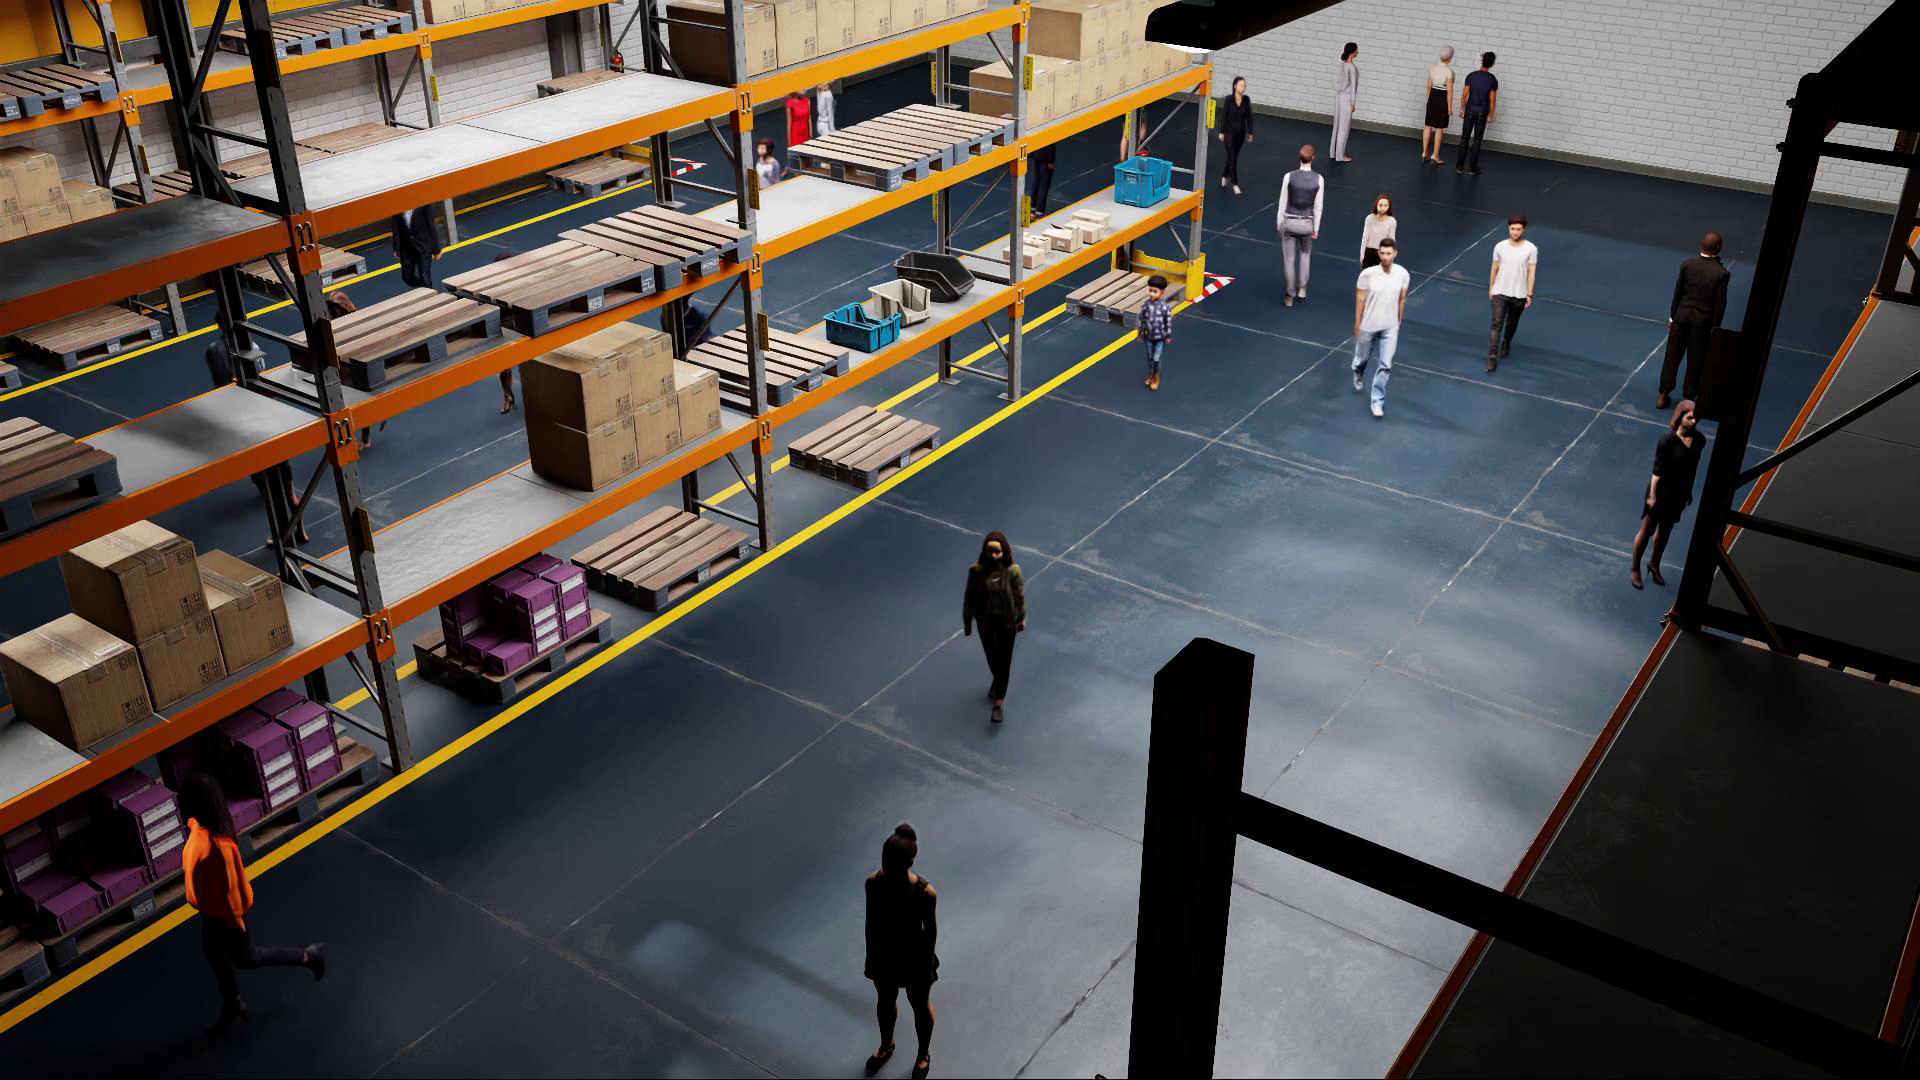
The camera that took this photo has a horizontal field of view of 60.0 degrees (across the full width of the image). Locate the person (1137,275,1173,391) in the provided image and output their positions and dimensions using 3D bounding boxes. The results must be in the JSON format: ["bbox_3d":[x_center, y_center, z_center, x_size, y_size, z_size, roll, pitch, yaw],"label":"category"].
[{"bbox_3d":[2.114,-2.242,17.810,0.529,1.238,0.568,15,32,25],"label":"person"}]

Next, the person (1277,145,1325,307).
[{"bbox_3d":[4.029,-3.716,19.797,0.800,1.923,0.841,3,29,6],"label":"person"}]

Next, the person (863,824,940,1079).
[{"bbox_3d":[-0.313,2.263,9.095,0.631,1.674,0.634,10,30,18],"label":"person"}]

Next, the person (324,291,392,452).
[{"bbox_3d":[-5.863,-1.687,16.309,0.824,1.700,0.711,-23,36,-36],"label":"person"}]

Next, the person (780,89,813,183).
[{"bbox_3d":[-2.342,-5.701,23.642,0.720,1.726,0.857,24,37,37],"label":"person"}]

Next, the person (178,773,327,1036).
[{"bbox_3d":[-4.079,2.046,9.436,1.040,1.729,0.762,-23,36,-35],"label":"person"}]

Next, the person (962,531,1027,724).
[{"bbox_3d":[0.282,0.572,12.429,0.803,1.452,0.965,6,29,11],"label":"person"}]

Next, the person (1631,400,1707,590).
[{"bbox_3d":[5.928,-0.392,13.930,0.641,1.706,0.717,-7,29,-12],"label":"person"}]

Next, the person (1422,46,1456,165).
[{"bbox_3d":[7.271,-6.597,25.296,0.650,1.715,0.700,-19,34,-30],"label":"person"}]

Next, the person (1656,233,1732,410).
[{"bbox_3d":[7.551,-2.239,17.108,0.714,1.904,0.644,23,36,36],"label":"person"}]

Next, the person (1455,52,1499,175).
[{"bbox_3d":[7.706,-6.370,24.811,0.703,1.781,0.611,9,30,16],"label":"person"}]

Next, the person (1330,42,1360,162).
[{"bbox_3d":[5.888,-6.708,25.439,0.720,1.774,0.675,-7,29,-13],"label":"person"}]

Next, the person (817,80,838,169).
[{"bbox_3d":[-1.932,-5.861,23.879,0.736,1.779,0.727,-13,31,-22],"label":"person"}]

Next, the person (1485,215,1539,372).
[{"bbox_3d":[6.073,-2.752,18.277,0.808,1.686,1.139,11,31,19],"label":"person"}]

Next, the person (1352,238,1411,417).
[{"bbox_3d":[4.315,-2.247,17.192,1.006,1.838,1.199,3,29,6],"label":"person"}]

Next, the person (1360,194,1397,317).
[{"bbox_3d":[4.908,-3.368,19.617,0.583,1.484,0.567,9,30,16],"label":"person"}]

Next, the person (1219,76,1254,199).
[{"bbox_3d":[3.905,-5.799,23.885,1.052,1.664,1.060,-7,29,-13],"label":"person"}]

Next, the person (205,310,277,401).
[{"bbox_3d":[-6.615,-1.233,15.384,0.885,1.790,0.901,4,29,7],"label":"person"}]

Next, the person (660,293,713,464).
[{"bbox_3d":[-2.637,-1.644,16.052,0.705,1.871,0.627,10,30,17],"label":"person"}]

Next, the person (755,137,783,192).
[{"bbox_3d":[-2.407,-4.467,21.568,0.586,1.545,0.871,23,36,35],"label":"person"}]
